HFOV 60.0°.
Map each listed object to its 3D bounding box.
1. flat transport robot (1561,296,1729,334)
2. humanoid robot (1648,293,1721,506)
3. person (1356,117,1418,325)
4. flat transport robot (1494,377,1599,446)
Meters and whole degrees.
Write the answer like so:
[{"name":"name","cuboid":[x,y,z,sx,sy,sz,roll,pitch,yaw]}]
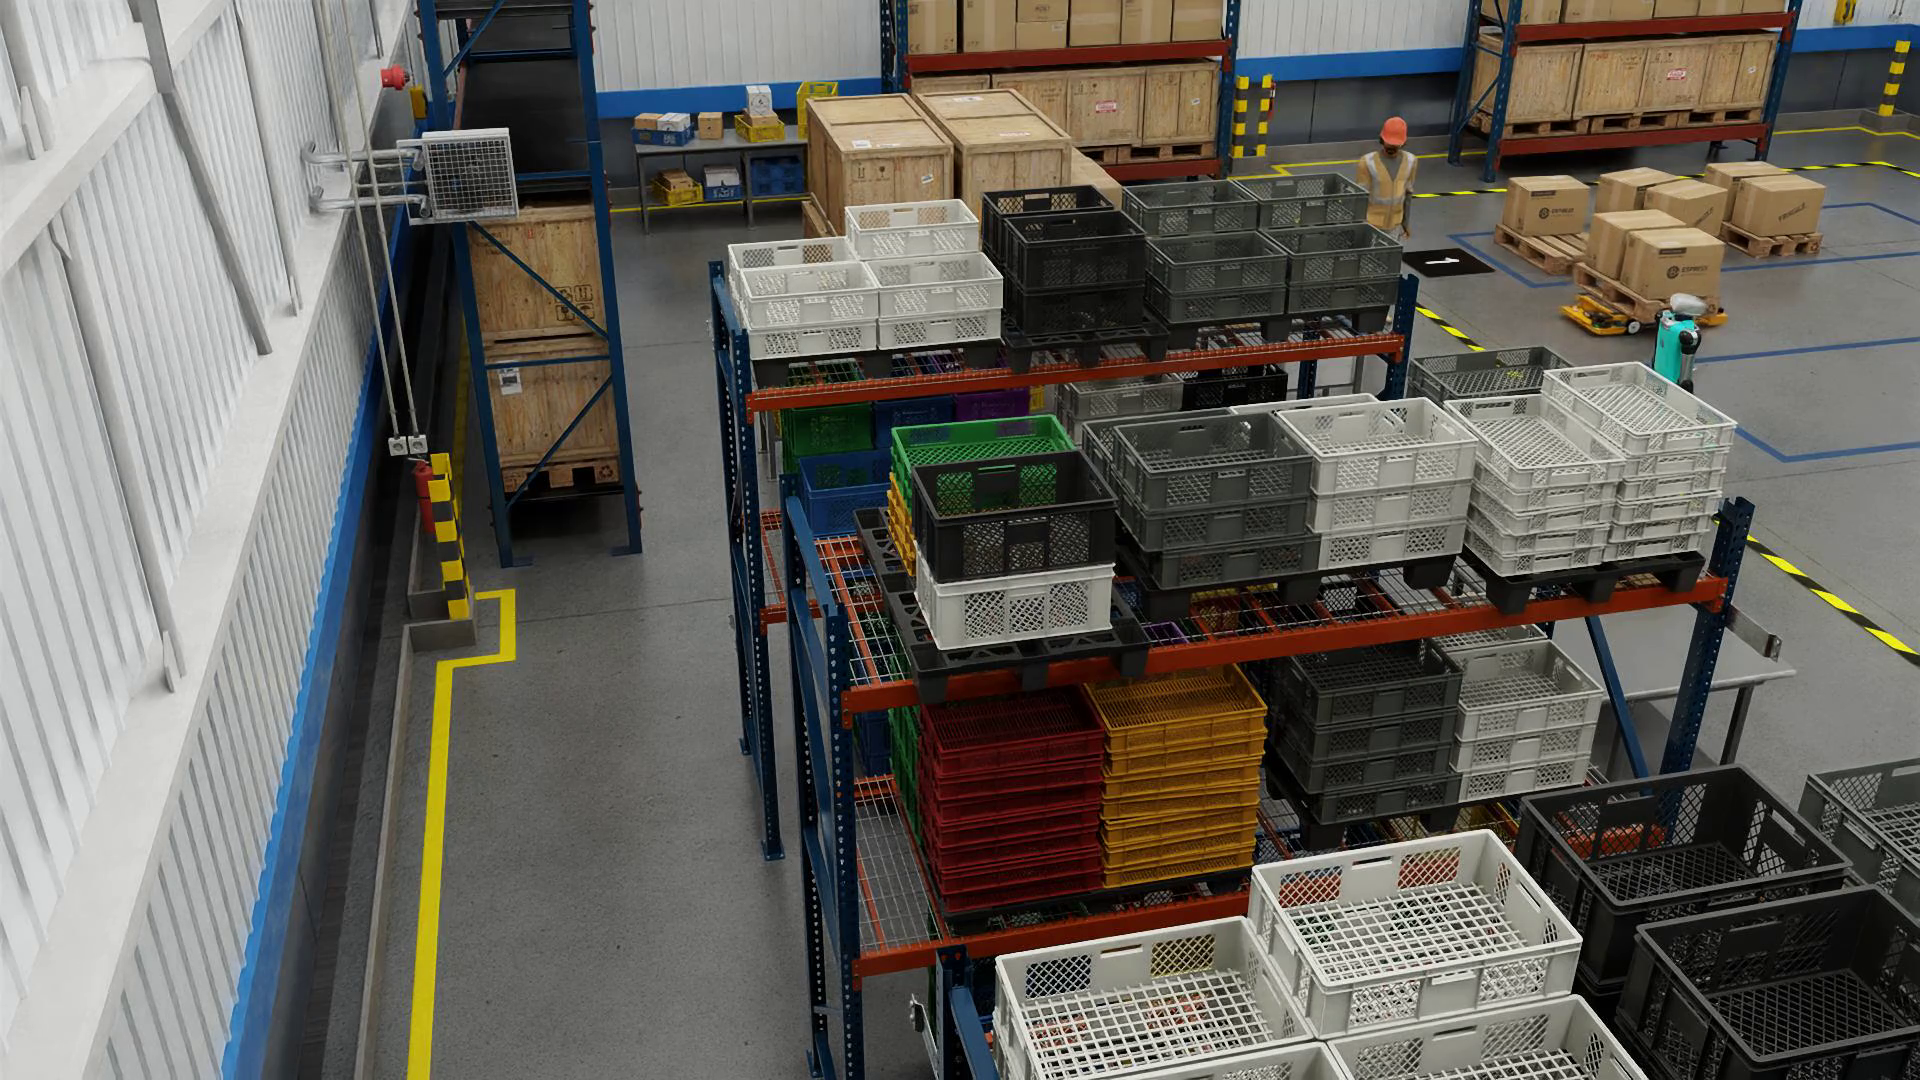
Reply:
[{"name":"flat transport robot","cuboid":[6.724,-2.270,16.323,1.431,0.197,0.652,-6,28,-12]},{"name":"humanoid robot","cuboid":[5.402,-1.008,12.239,0.735,1.677,0.533,-2,28,-3]},{"name":"person","cuboid":[4.047,-3.032,15.907,0.610,2.033,0.397,-6,28,-12]},{"name":"flat transport robot","cuboid":[4.780,-1.036,14.013,0.659,0.231,1.431,-6,28,-12]}]
